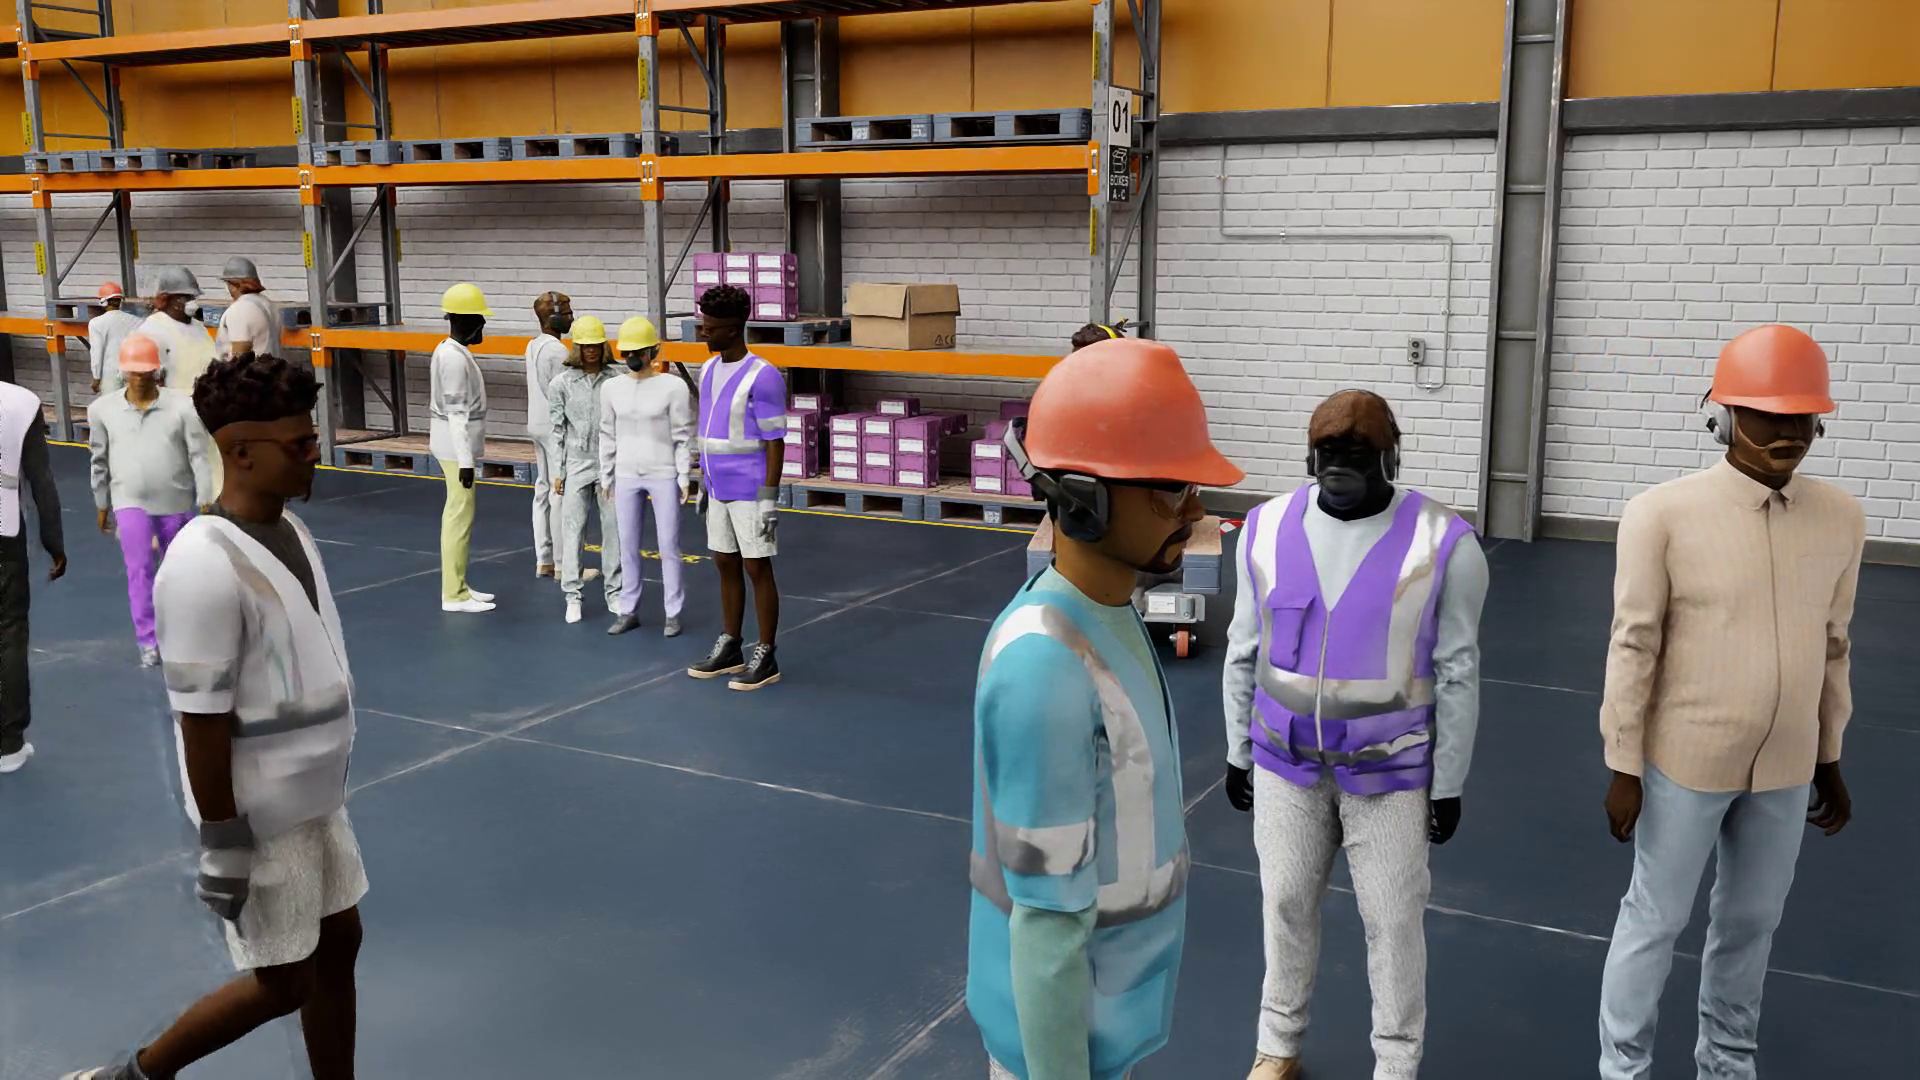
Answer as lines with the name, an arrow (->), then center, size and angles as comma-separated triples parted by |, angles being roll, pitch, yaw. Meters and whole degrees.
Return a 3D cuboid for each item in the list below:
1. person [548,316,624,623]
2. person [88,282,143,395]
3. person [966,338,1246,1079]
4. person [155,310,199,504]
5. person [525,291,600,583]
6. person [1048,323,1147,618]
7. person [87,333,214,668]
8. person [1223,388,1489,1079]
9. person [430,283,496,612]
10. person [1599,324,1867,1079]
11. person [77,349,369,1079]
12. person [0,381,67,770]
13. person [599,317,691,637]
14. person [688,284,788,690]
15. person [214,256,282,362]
person -> -2.080, -0.401, 9.487 | 0.494, 1.743, 0.308 | -5, 12, -26
person -> -8.207, -1.631, 16.202 | 0.330, 1.751, 0.564 | 5, 12, 27
person -> 0.212, 0.717, 2.537 | 0.392, 2.040, 0.615 | 2, 11, 10
person -> -6.401, -1.145, 13.591 | 0.486, 1.739, 0.334 | 0, 10, 2
person -> -2.562, -0.651, 10.576 | 0.344, 1.847, 0.505 | -8, 13, -38
person -> 0.505, 0.127, 6.245 | 0.328, 1.872, 0.513 | -9, 14, -41
person -> -4.238, -0.247, 8.744 | 0.581, 1.709, 0.834 | -4, 11, -23
person -> 0.935, 0.544, 4.070 | 0.629, 1.835, 0.429 | 6, 12, 30
person -> -2.896, -0.533, 9.745 | 0.400, 1.920, 0.588 | -3, 11, -18
person -> 1.781, 0.504, 3.836 | 0.621, 1.992, 0.397 | -2, 10, -10
person -> -1.585, 0.551, 3.699 | 0.707, 1.950, 0.612 | -1, 10, -3
person -> -4.031, 0.009, 6.839 | 0.617, 1.890, 0.451 | -5, 12, -27
person -> -1.729, -0.338, 9.107 | 0.526, 1.759, 0.335 | 2, 10, 9
person -> -1.081, -0.256, 8.088 | 0.373, 1.962, 0.607 | -9, 14, -41
person -> -5.908, -1.330, 13.763 | 0.536, 2.000, 0.687 | 0, 10, 2
